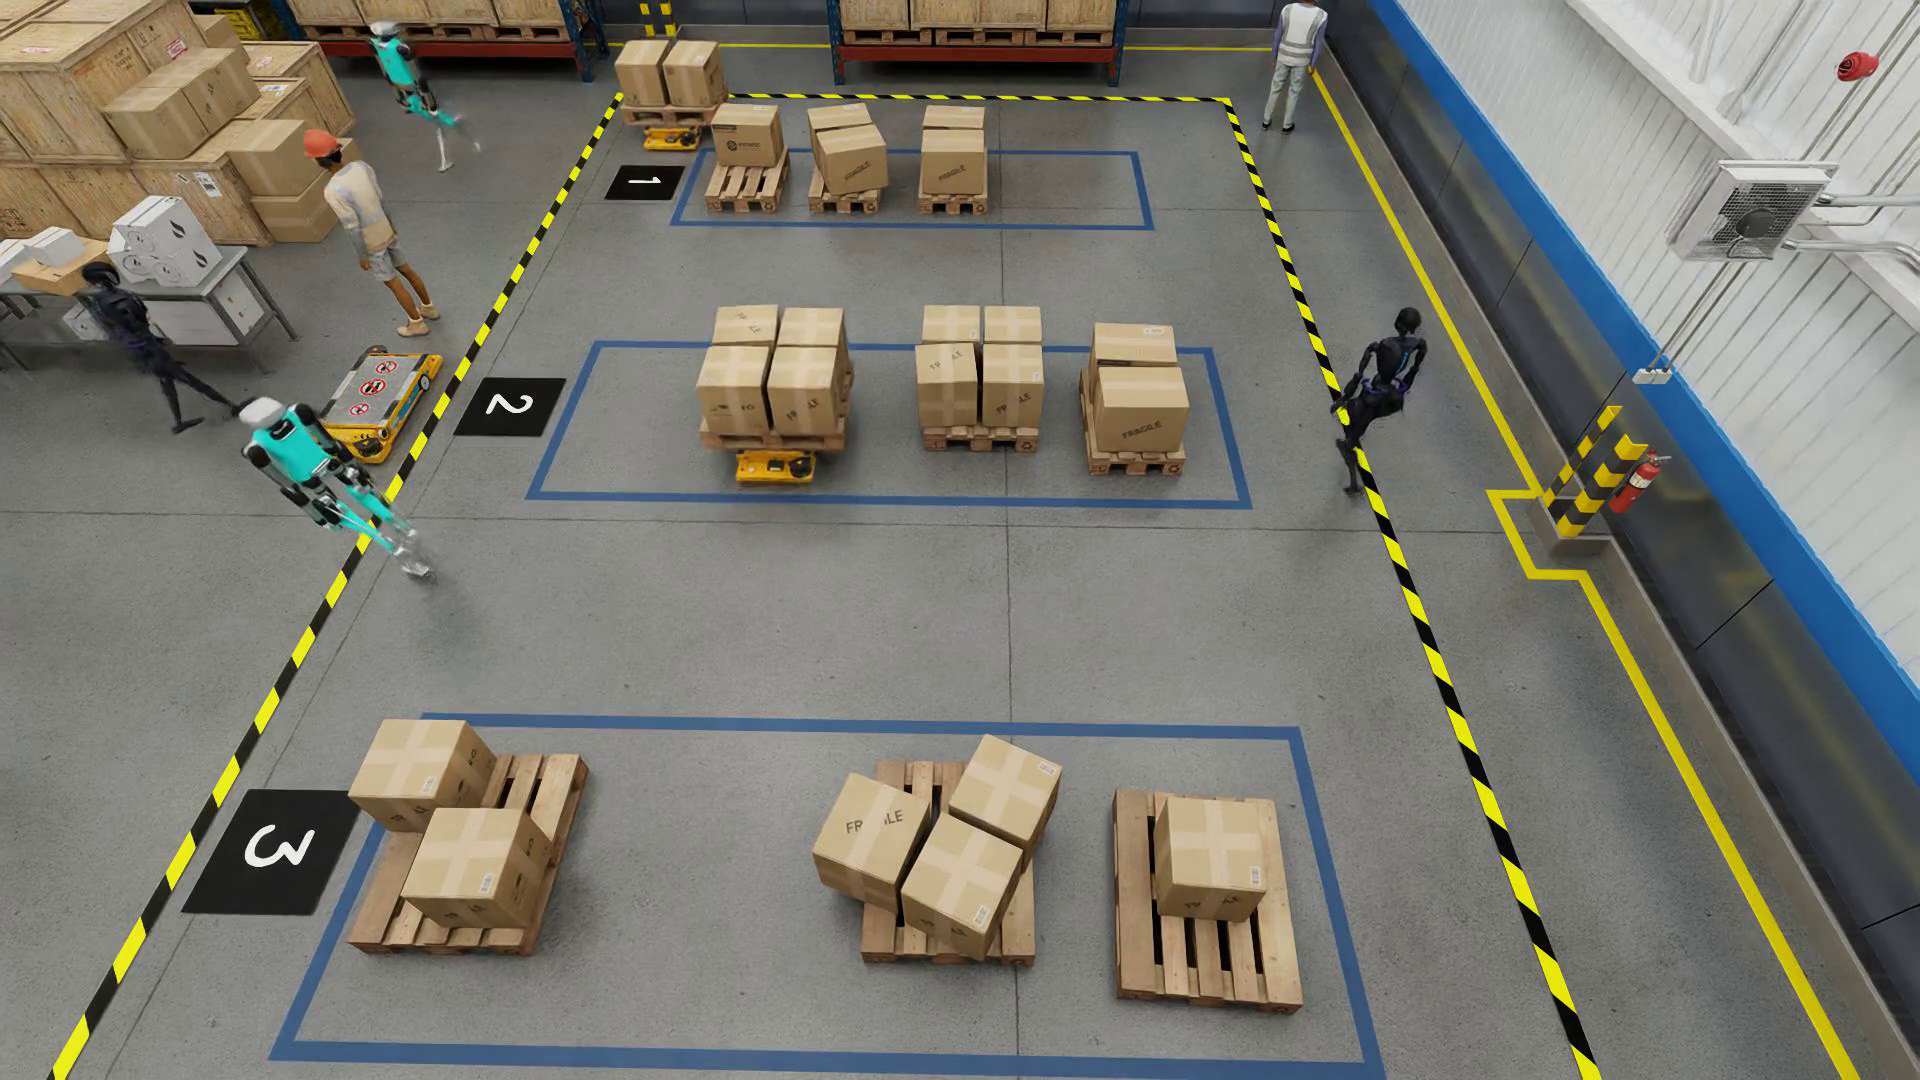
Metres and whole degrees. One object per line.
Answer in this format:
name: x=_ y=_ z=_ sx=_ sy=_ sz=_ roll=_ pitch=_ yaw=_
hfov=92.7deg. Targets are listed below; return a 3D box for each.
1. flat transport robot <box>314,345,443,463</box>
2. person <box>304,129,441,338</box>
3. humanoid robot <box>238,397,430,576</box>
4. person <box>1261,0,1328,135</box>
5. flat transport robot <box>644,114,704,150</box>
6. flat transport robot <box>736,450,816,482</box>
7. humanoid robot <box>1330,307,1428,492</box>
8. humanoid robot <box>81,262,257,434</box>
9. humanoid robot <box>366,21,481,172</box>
flat transport robot: x=-5.383 y=-1.269 z=8.441 sx=0.659 sy=0.231 sz=1.431 roll=1 pitch=50 yaw=1
person: x=-5.519 y=-2.840 z=8.610 sx=0.374 sy=2.040 sz=0.613 roll=3 pitch=50 yaw=3
humanoid robot: x=-4.342 y=-0.250 z=6.634 sx=0.784 sy=1.803 sz=0.561 roll=15 pitch=51 yaw=12
person: x=4.179 y=-6.027 z=11.442 sx=0.602 sy=1.830 sz=0.404 roll=23 pitch=54 yaw=18
flat transport robot: x=-3.680 y=-5.563 z=12.056 sx=0.652 sy=0.197 sz=1.431 roll=1 pitch=50 yaw=1
flat transport robot: x=-1.586 y=-1.100 z=8.280 sx=0.652 sy=0.197 sz=1.431 roll=1 pitch=50 yaw=1
humanoid robot: x=3.391 y=-1.124 z=7.422 sx=0.613 sy=1.649 sz=0.682 roll=-7 pitch=50 yaw=-6
humanoid robot: x=-6.887 y=-1.667 z=7.871 sx=0.602 sy=1.631 sz=0.705 roll=36 pitch=59 yaw=27
humanoid robot: x=-6.293 y=-5.300 z=10.936 sx=0.555 sy=1.844 sz=0.865 roll=14 pitch=51 yaw=11
